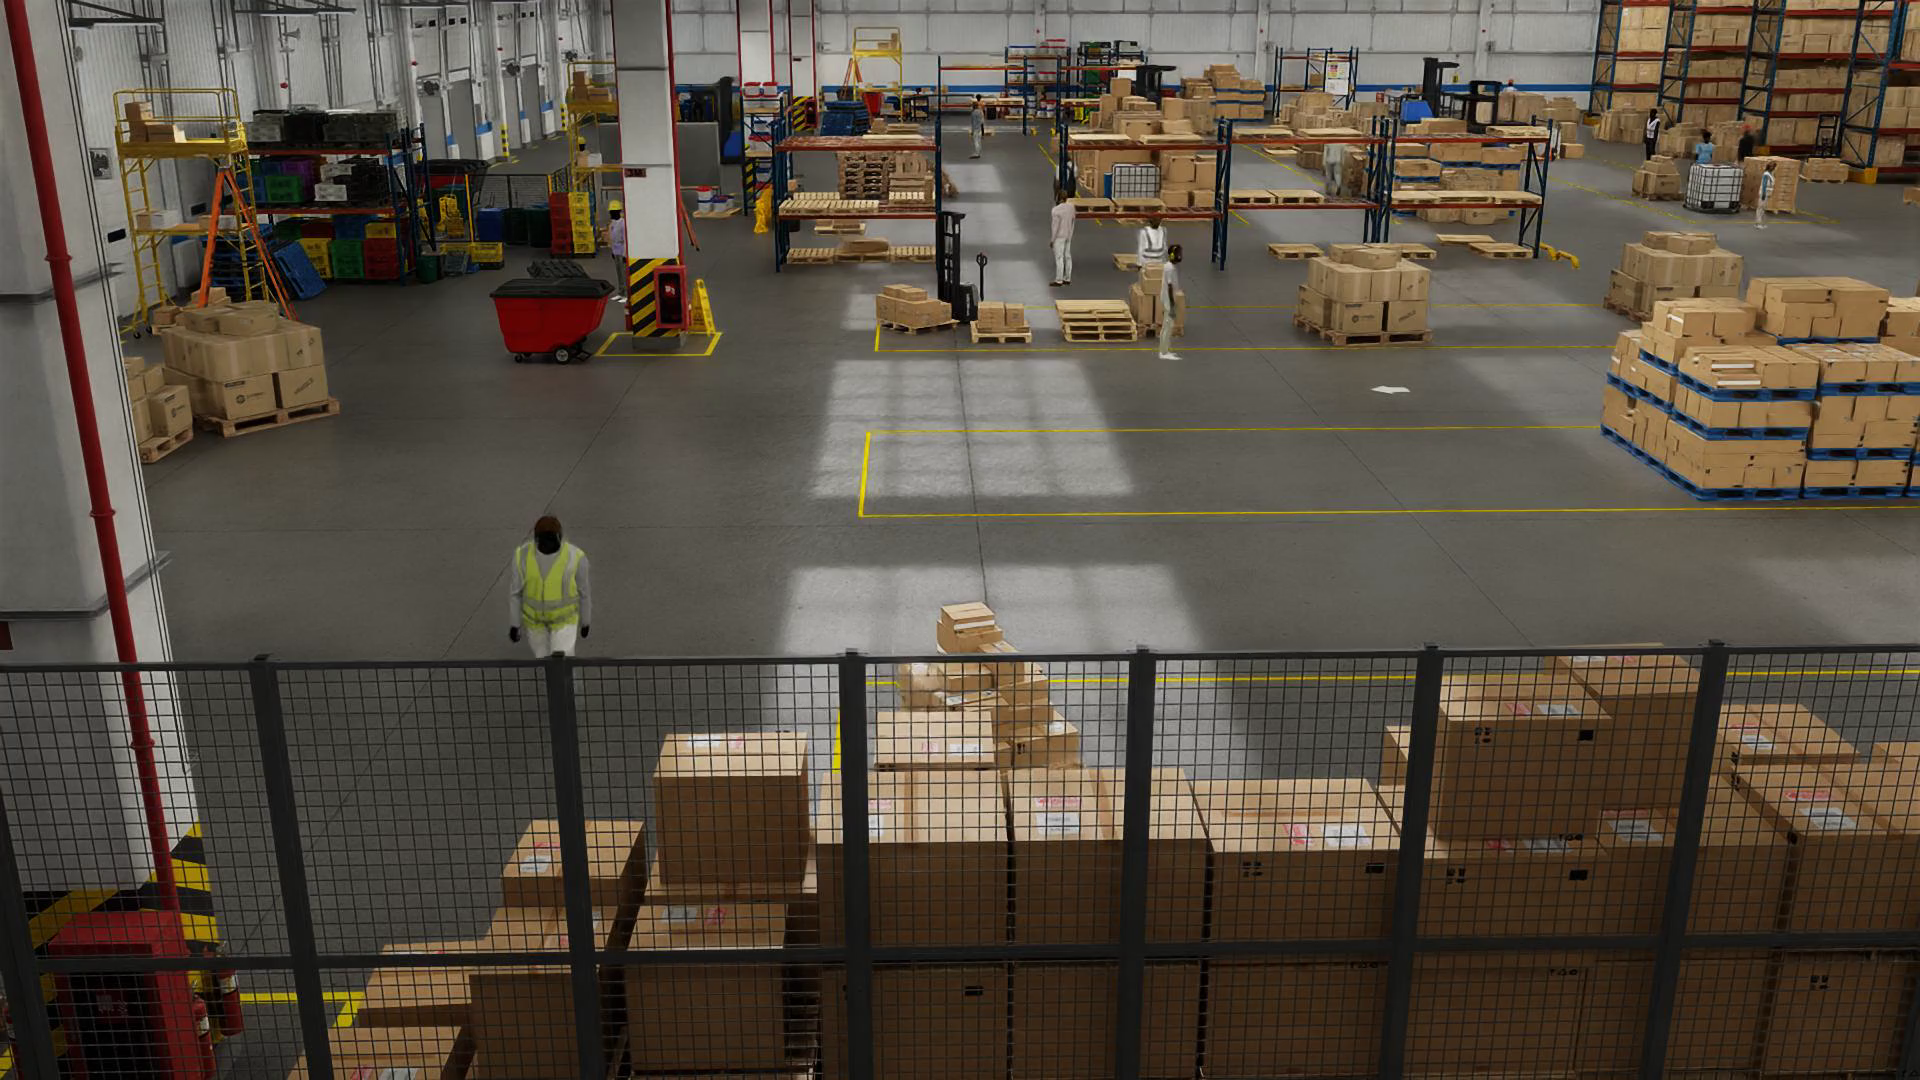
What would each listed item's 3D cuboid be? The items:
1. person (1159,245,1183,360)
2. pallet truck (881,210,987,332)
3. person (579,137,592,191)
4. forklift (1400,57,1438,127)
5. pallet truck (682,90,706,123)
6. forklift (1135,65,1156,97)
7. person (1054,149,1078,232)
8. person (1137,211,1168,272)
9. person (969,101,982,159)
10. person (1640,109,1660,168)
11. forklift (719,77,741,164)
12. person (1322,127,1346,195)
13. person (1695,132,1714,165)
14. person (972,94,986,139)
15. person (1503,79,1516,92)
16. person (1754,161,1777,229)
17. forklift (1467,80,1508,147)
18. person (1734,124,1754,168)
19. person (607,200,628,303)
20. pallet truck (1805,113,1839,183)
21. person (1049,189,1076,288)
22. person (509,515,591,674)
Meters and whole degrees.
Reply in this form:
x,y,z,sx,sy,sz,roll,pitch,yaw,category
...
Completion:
x,y,z,sx,sy,sz,roll,pitch,yaw,category
3.393,-3.837,26.850,0.359,1.853,0.602,1,19,2,person
-0.493,-4.759,29.349,1.885,1.965,0.823,-13,23,-34,pallet truck
-9.952,-9.700,44.116,0.386,1.928,0.589,-3,19,-10,person
19.351,-18.501,68.755,1.873,2.768,1.129,-1,19,-1,forklift
-9.671,-15.907,62.421,0.823,1.965,1.885,5,19,15,pallet truck
6.946,-16.489,62.786,1.873,2.768,1.129,15,24,37,forklift
2.511,-8.451,40.235,0.687,2.000,0.535,-16,25,-40,person
3.520,-5.162,30.753,0.573,1.868,0.550,-10,21,-27,person
0.538,-14.055,57.019,0.372,1.940,0.630,7,20,20,person
22.490,-13.041,54.057,0.390,1.912,0.589,-3,19,-10,person
-7.685,-13.877,55.039,1.873,2.768,1.129,-1,19,-1,forklift
10.610,-10.718,47.170,0.636,1.915,0.628,-2,19,-5,person
21.646,-11.046,48.493,0.537,1.685,0.566,-2,19,-7,person
0.725,-16.311,64.082,0.533,1.698,0.322,-5,19,-14,person
23.199,-18.504,70.308,0.569,1.880,1.011,5,19,16,person
19.874,-8.509,41.031,0.315,1.636,0.515,14,23,36,person
16.667,-13.224,53.100,1.129,2.768,1.873,17,25,41,forklift
22.597,-10.968,47.821,0.628,1.961,0.896,-9,21,-26,person
-6.469,-5.482,31.601,0.371,1.929,0.584,-12,22,-33,person
26.403,-11.957,50.702,0.823,1.965,1.885,6,19,16,pallet truck
2.029,-6.018,33.174,0.372,1.940,0.629,17,25,41,person
-3.338,0.639,13.633,0.631,1.807,0.870,1,19,3,person
